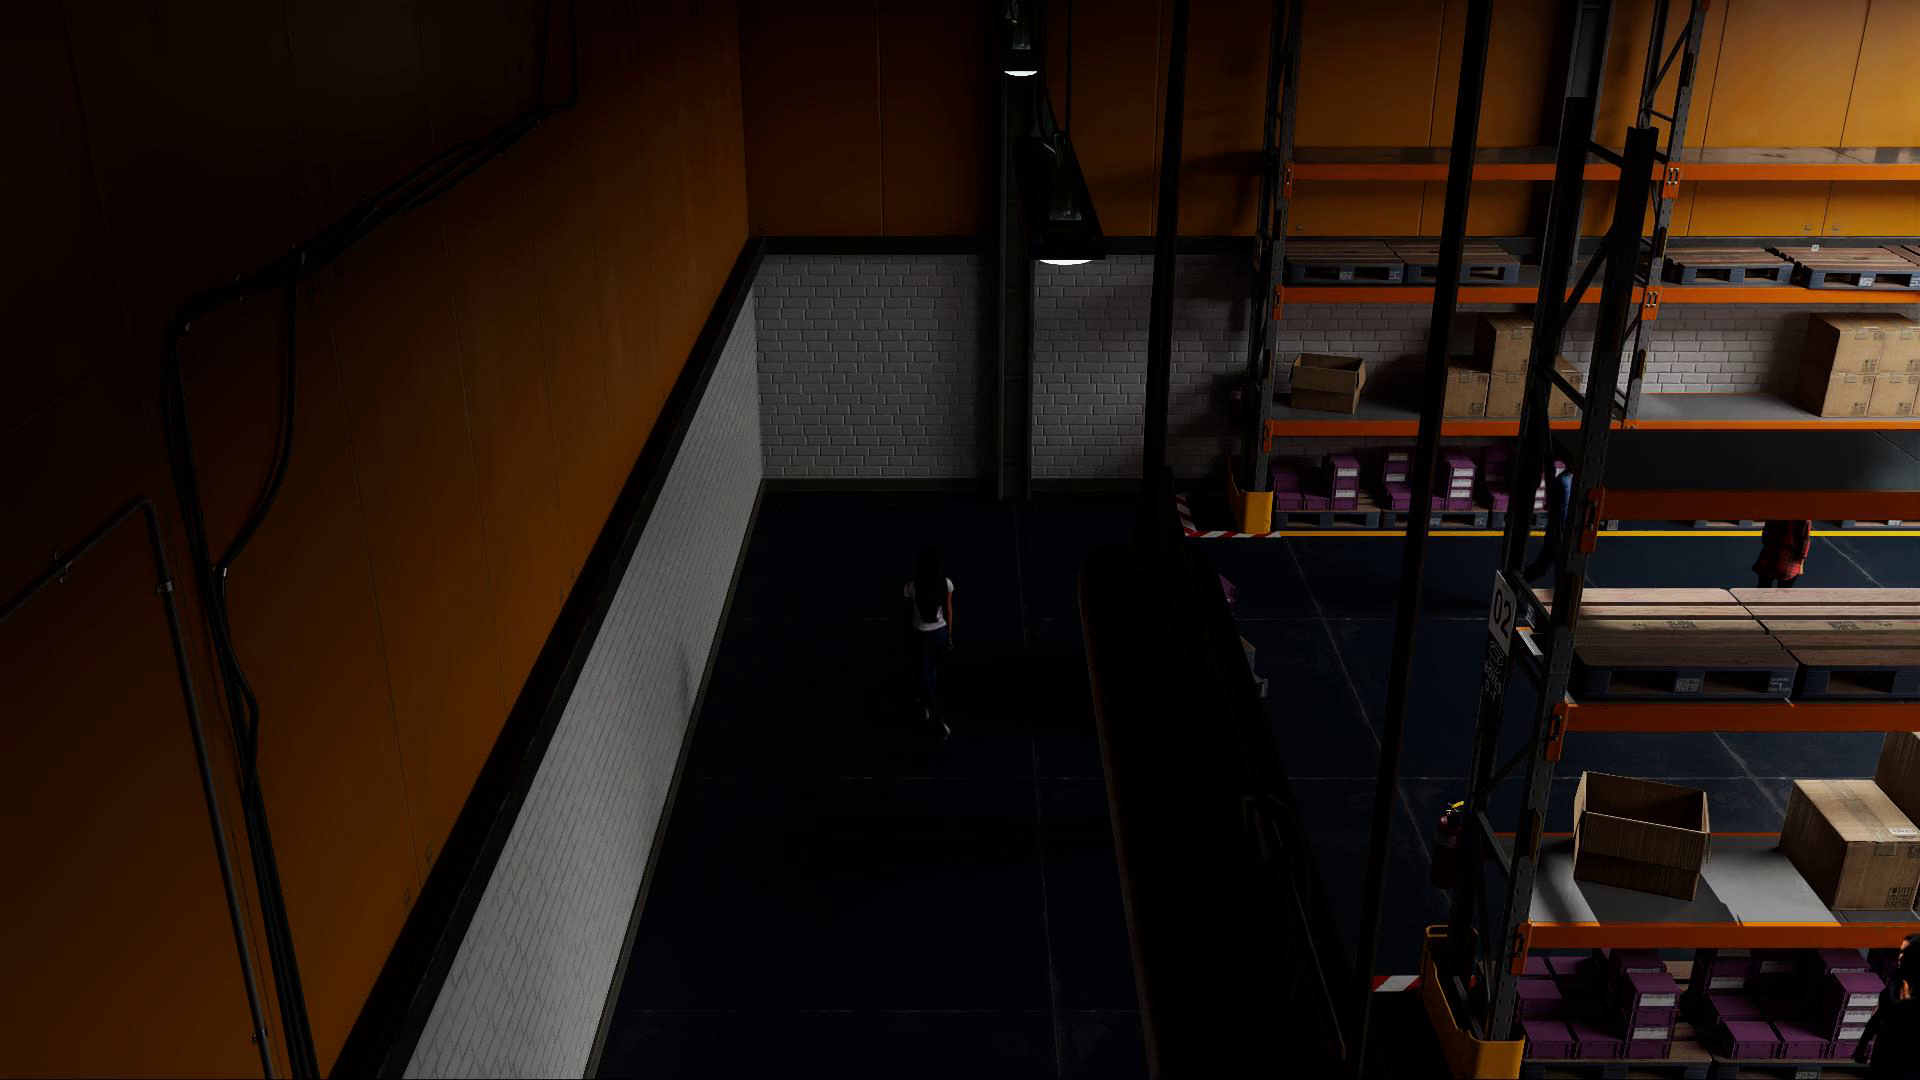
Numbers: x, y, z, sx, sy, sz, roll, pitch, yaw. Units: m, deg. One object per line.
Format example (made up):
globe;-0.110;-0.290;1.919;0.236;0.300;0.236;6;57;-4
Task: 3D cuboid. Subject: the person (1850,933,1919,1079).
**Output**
person;5.443;2.984;9.503;0.684;1.717;0.629;-3;24;-7

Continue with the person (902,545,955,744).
person;-0.243;0.905;14.224;1.126;1.745;0.945;-9;25;-20
